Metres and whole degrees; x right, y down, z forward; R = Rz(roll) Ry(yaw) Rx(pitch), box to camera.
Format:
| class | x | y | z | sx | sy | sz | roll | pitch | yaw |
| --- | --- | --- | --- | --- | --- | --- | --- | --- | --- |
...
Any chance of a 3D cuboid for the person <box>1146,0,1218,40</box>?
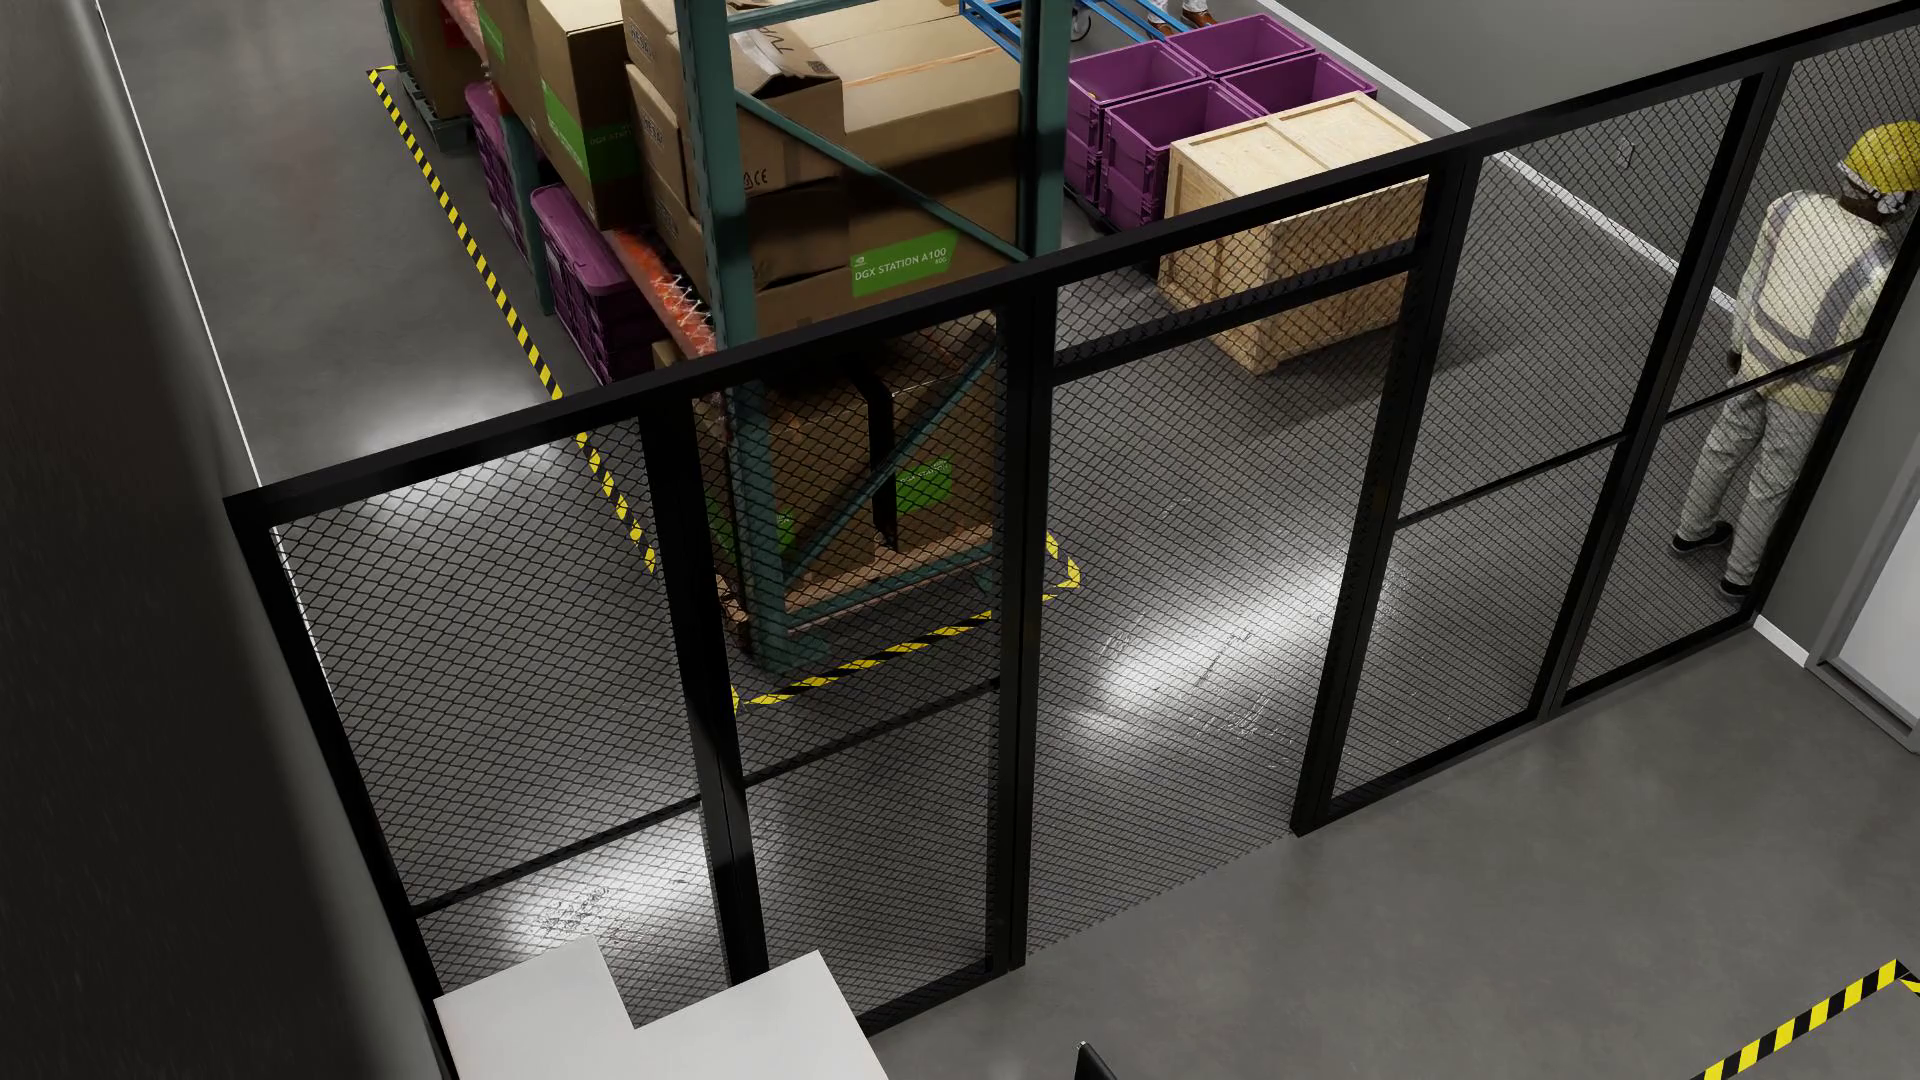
| class | x | y | z | sx | sy | sz | roll | pitch | yaw |
| --- | --- | --- | --- | --- | --- | --- | --- | --- | --- |
| person | 1.281 | -3.629 | 8.915 | 0.627 | 1.941 | 0.370 | -21 | 47 | -22 |

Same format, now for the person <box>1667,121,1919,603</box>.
| class | x | y | z | sx | sy | sz | roll | pitch | yaw |
| --- | --- | --- | --- | --- | --- | --- | --- | --- | --- |
| person | 2.858 | -0.580 | 5.656 | 0.404 | 1.835 | 0.589 | -13 | 44 | -14 |
